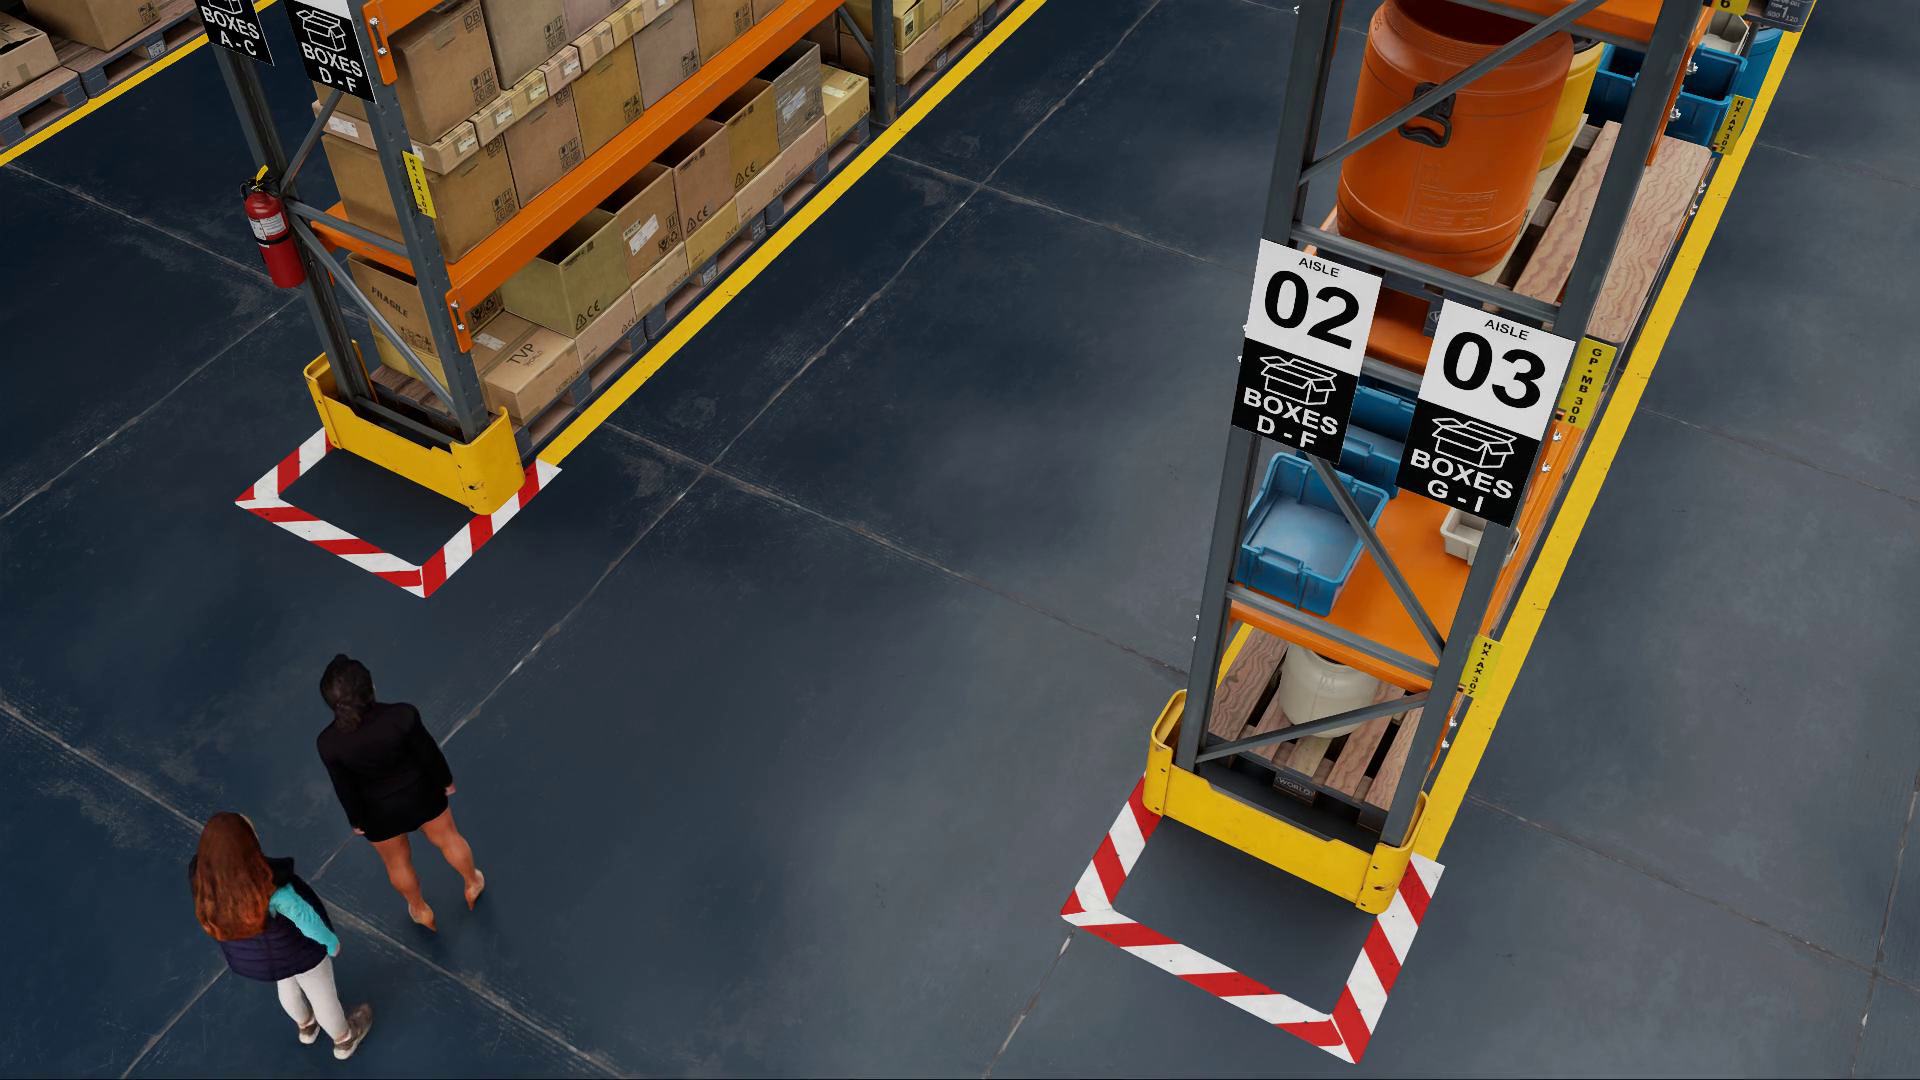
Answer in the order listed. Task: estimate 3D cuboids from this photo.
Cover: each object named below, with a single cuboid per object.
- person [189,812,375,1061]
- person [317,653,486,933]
[{"bbox_3d":[-2.541,1.509,6.217,0.612,1.501,0.625,15,49,13],"label":"person"},{"bbox_3d":[-2.217,1.023,6.572,0.681,1.640,0.754,-23,51,-20],"label":"person"}]
